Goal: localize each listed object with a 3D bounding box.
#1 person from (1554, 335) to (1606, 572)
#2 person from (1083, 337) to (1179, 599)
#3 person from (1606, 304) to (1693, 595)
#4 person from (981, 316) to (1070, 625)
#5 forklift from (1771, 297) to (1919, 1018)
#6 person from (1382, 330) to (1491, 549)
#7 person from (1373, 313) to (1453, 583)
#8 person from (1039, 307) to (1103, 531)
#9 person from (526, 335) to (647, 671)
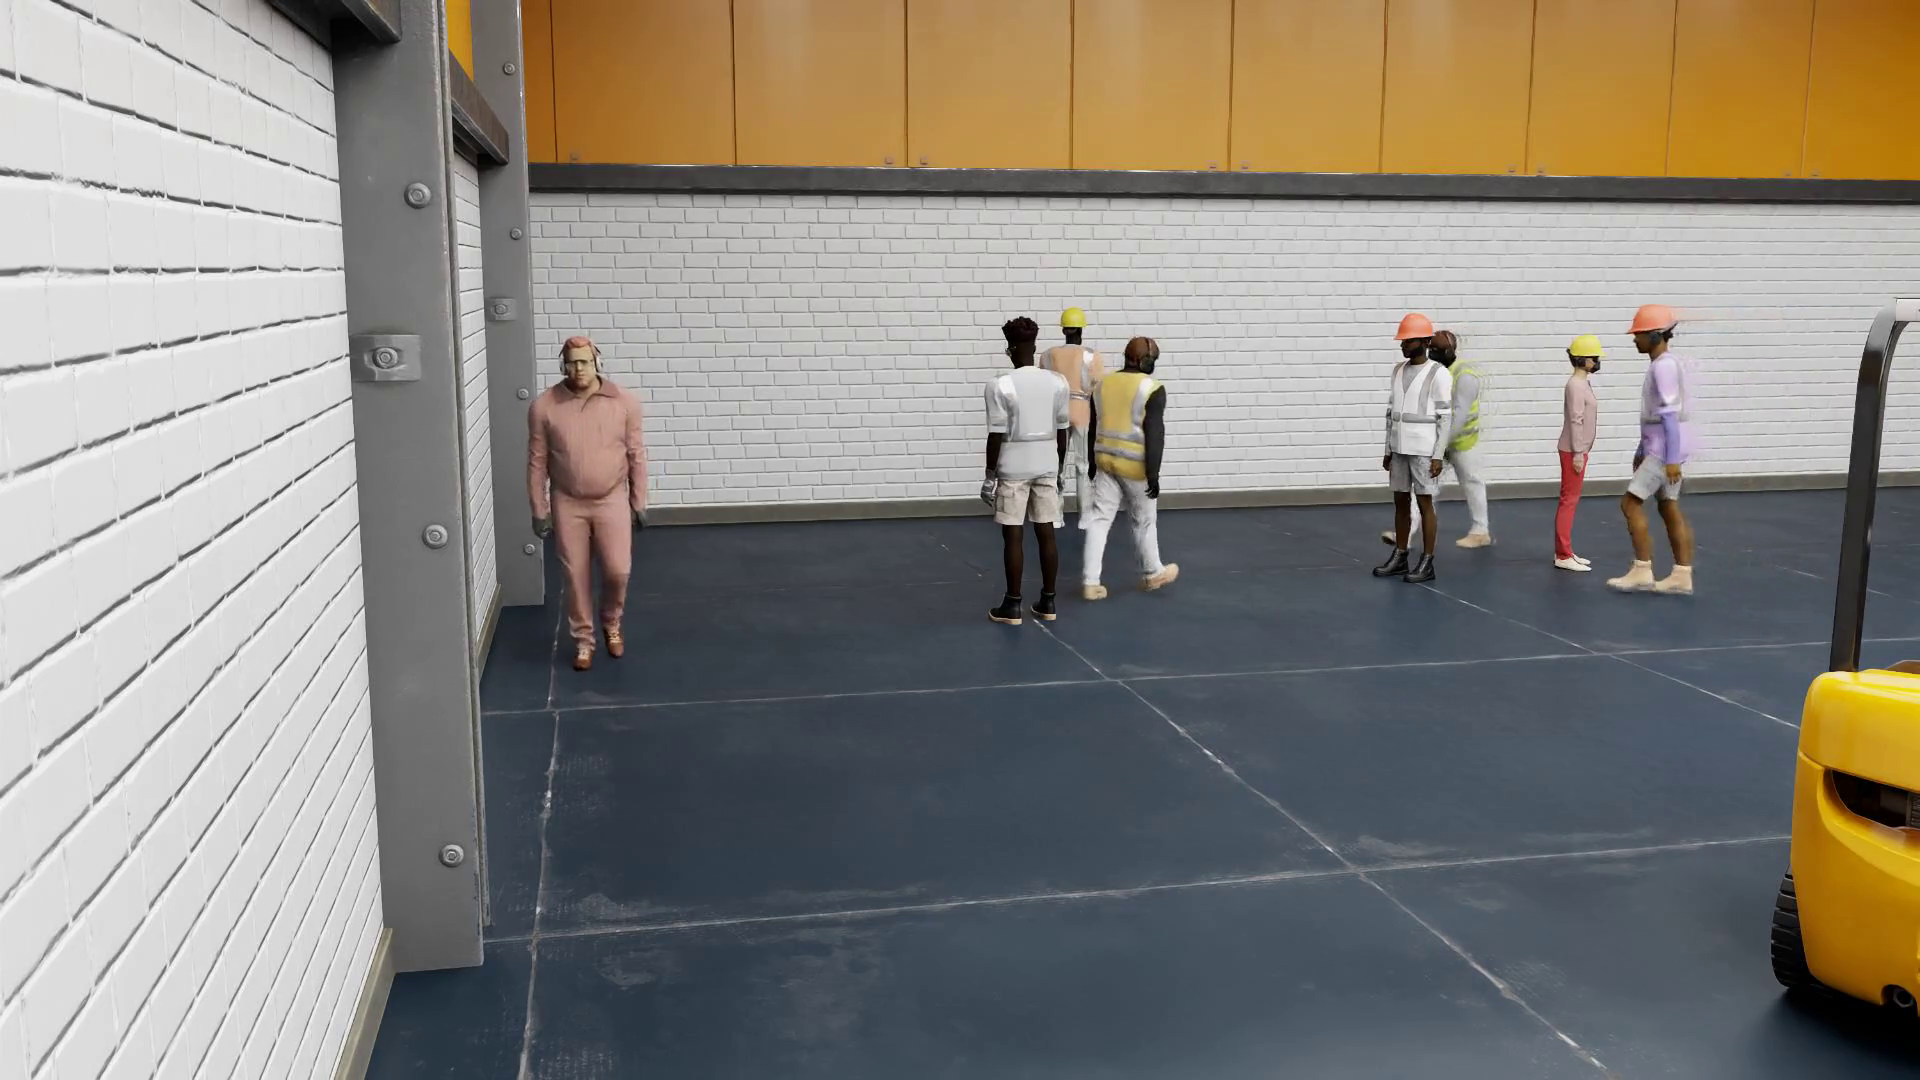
[{"bbox_3d":[4.656,-0.656,12.511,0.313,1.768,0.524,4,10,21],"label":"person"},{"bbox_3d":[1.165,-0.497,11.457,0.749,1.781,0.951,9,13,42],"label":"person"},{"bbox_3d":[4.780,-0.610,11.484,0.722,2.009,0.688,4,10,25],"label":"person"},{"bbox_3d":[0.410,-0.439,10.601,0.603,1.959,0.374,-5,10,-27],"label":"person"},{"bbox_3d":[3.542,0.334,5.177,2.313,2.155,1.214,-9,13,-43],"label":"forklift"},{"bbox_3d":[3.884,-0.776,13.237,1.054,1.764,0.631,-4,10,-24],"label":"person"},{"bbox_3d":[3.265,-0.661,12.017,0.361,1.935,0.553,-6,11,-31],"label":"person"},{"bbox_3d":[0.968,-1.036,14.326,0.587,1.930,0.361,4,10,22],"label":"person"},{"bbox_3d":[-2.101,-0.204,9.376,0.667,1.888,0.436,-2,10,-12],"label":"person"}]
